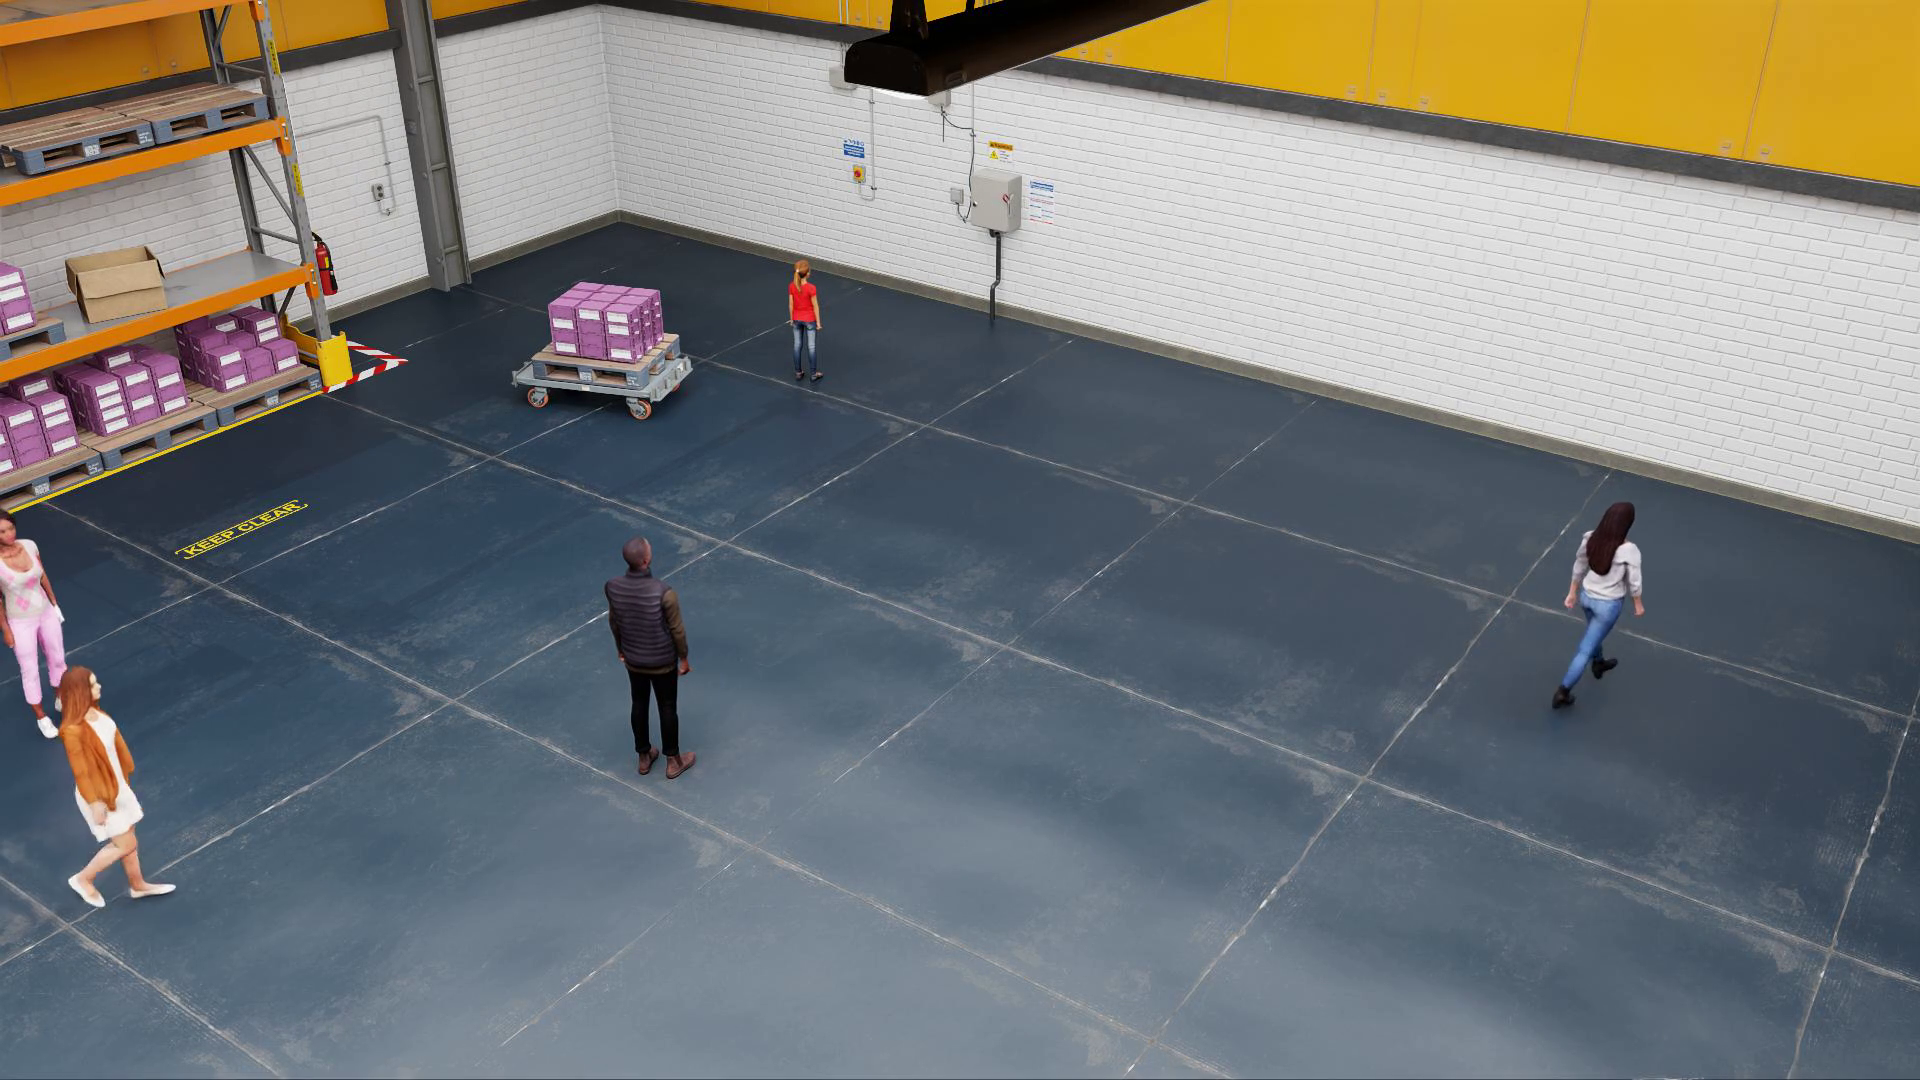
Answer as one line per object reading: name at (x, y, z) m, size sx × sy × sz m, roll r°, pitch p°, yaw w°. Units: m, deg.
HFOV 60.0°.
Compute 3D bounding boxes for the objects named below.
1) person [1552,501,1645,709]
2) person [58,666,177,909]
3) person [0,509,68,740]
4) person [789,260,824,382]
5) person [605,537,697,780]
person at (4.569, 0.509, 12.025) m, size 1.124 × 1.582 × 0.880 m, roll -16°, pitch 33°, yaw -27°
person at (-5.250, 1.522, 10.030) m, size 0.922 × 1.714 × 0.862 m, roll -5°, pitch 29°, yaw -8°
person at (-6.584, 0.561, 11.761) m, size 0.664 × 1.742 × 0.497 m, roll 15°, pitch 32°, yaw 26°
person at (-1.641, -2.308, 17.474) m, size 0.552 × 1.310 × 0.565 m, roll 8°, pitch 30°, yaw 15°
person at (-2.098, 0.792, 11.241) m, size 0.757 × 1.836 × 0.693 m, roll 8°, pitch 30°, yaw 15°
